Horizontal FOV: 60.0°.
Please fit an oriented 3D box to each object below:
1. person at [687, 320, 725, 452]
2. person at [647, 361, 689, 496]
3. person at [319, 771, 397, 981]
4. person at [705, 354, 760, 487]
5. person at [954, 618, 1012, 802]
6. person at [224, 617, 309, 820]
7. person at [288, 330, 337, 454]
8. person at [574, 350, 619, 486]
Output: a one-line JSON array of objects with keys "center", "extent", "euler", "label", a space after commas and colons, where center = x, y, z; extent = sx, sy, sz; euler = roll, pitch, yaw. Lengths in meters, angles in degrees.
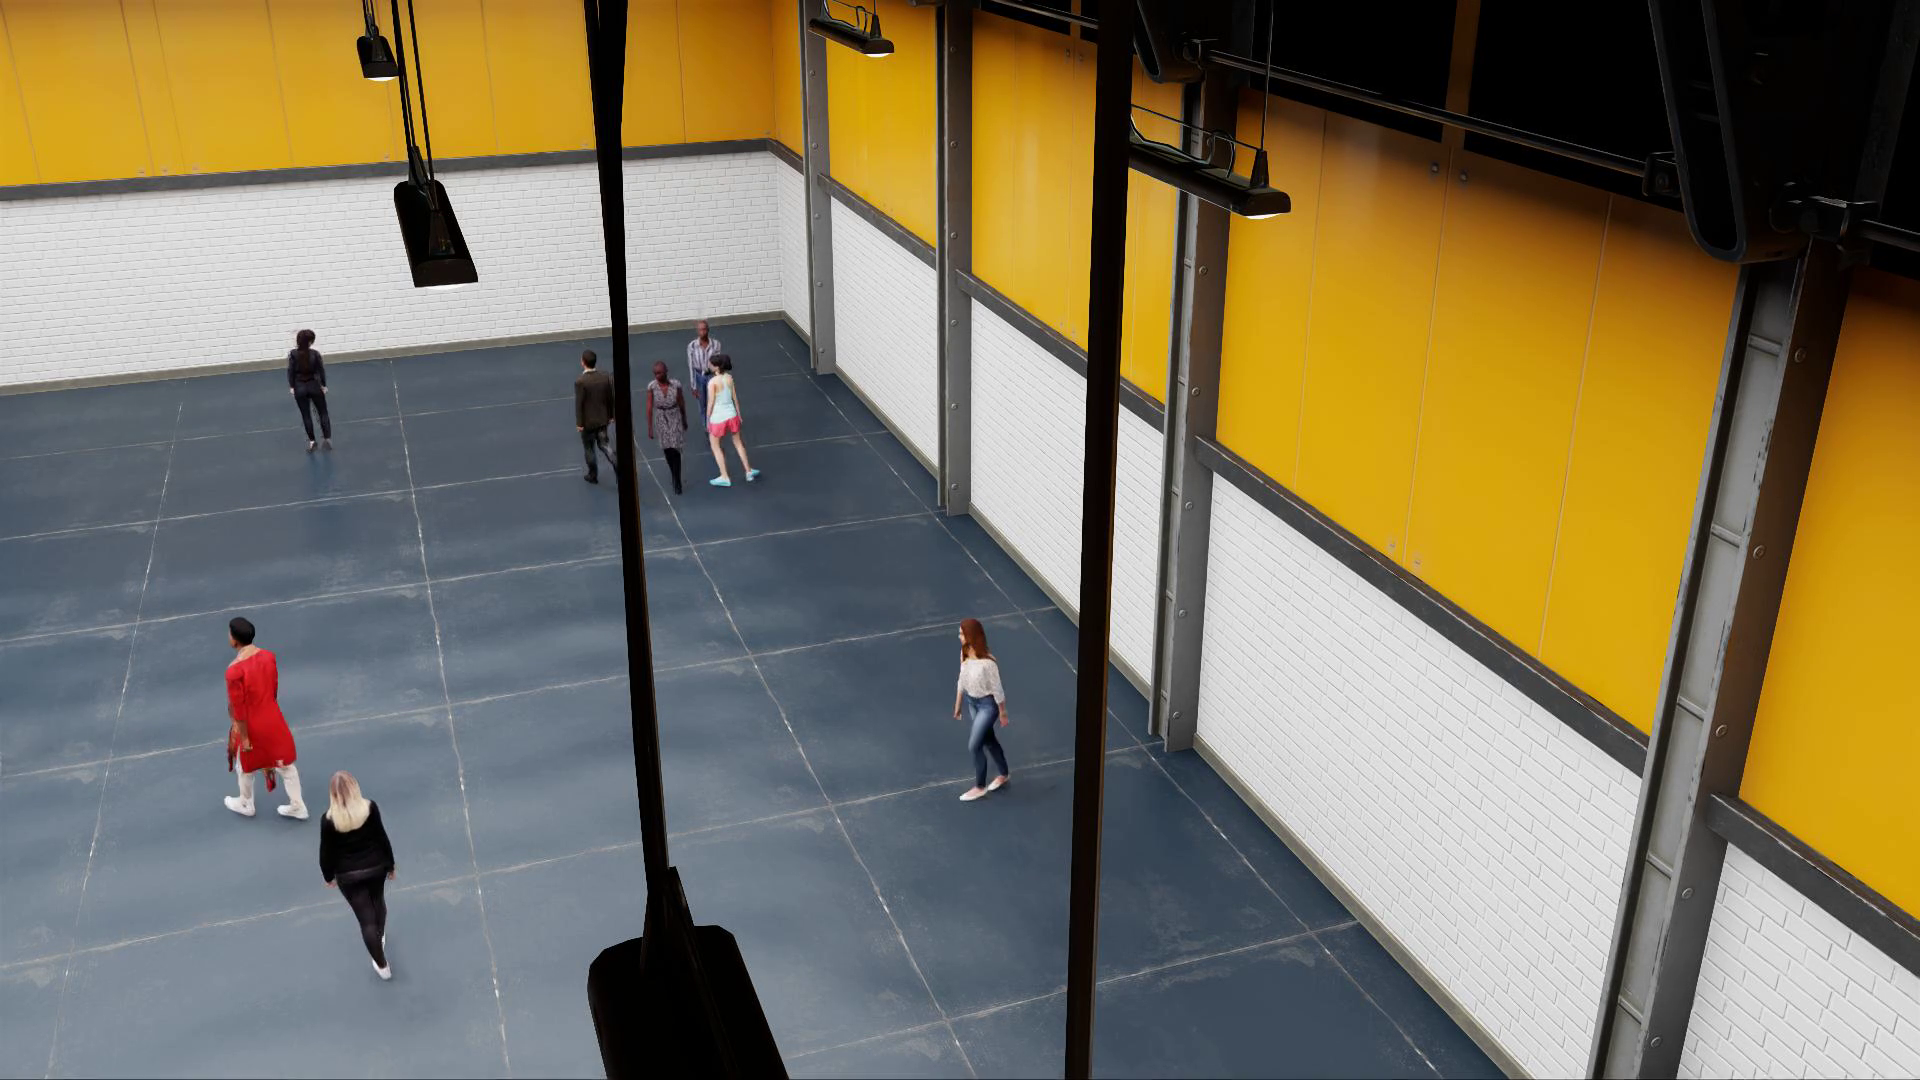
[{"center": [-3.451, -2.119, 22.516], "extent": [0.798, 1.733, 1.244], "euler": [-3, 24, -7], "label": "person"}, {"center": [-3.649, -1.449, 20.960], "extent": [0.754, 1.750, 0.894], "euler": [-5, 24, -11], "label": "person"}, {"center": [-4.332, 2.473, 12.094], "extent": [0.752, 1.666, 0.925], "euler": [-14, 27, -29], "label": "person"}, {"center": [-2.959, -1.521, 21.126], "extent": [0.909, 1.750, 0.849], "euler": [-18, 30, -36], "label": "person"}, {"center": [0.277, 1.443, 14.413], "extent": [0.760, 1.696, 0.813], "euler": [-19, 30, -37], "label": "person"}, {"center": [-5.799, 1.551, 13.970], "extent": [1.123, 1.852, 1.059], "euler": [11, 26, 24], "label": "person"}, {"center": [-8.737, -1.994, 22.264], "extent": [0.607, 1.706, 0.524], "euler": [-15, 28, -31], "label": "person"}, {"center": [-4.576, -1.508, 21.055], "extent": [1.089, 1.783, 0.935], "euler": [22, 32, 40], "label": "person"}]
